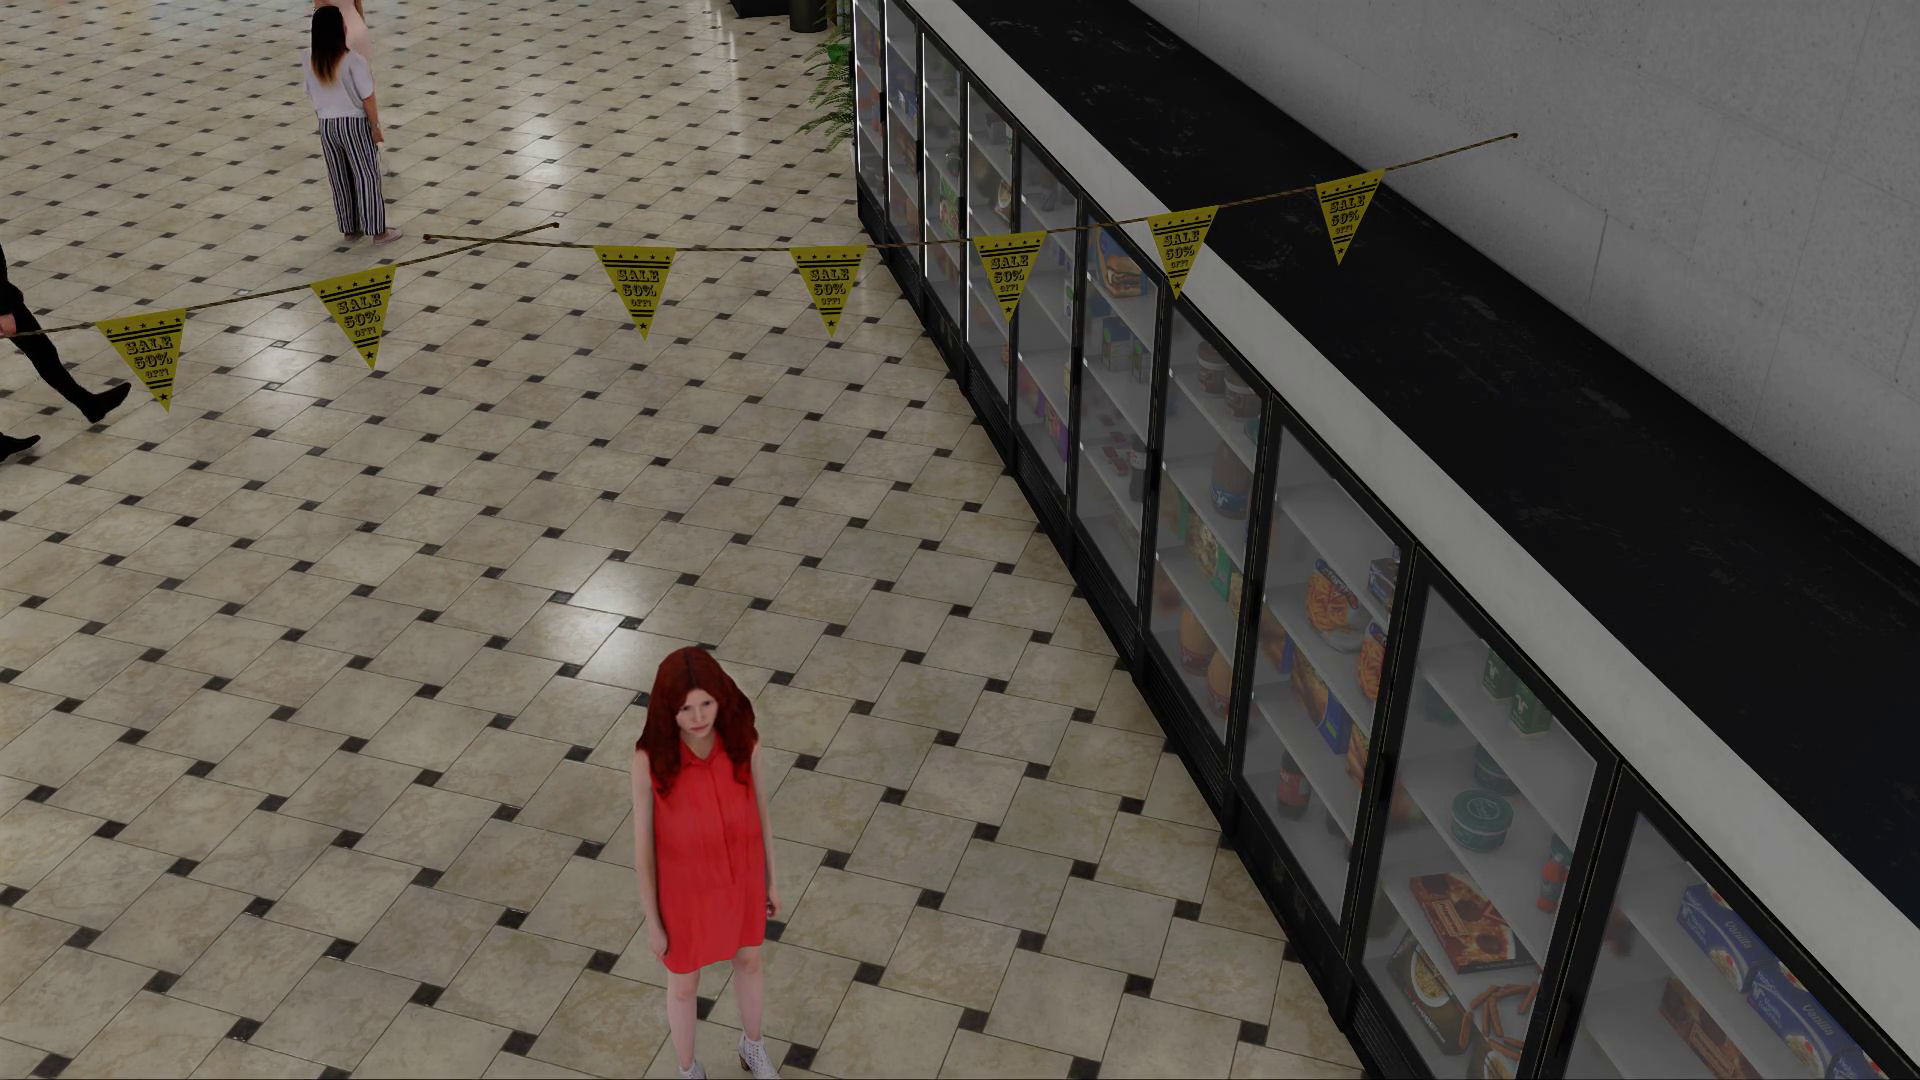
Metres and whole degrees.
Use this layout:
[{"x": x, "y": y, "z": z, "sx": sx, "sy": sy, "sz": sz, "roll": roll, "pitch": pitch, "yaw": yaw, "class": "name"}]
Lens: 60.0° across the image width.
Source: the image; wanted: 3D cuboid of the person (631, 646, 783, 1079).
[{"x": -0.777, "y": 1.094, "z": 5.161, "sx": 0.518, "sy": 1.828, "sz": 0.692, "roll": -16, "pitch": 35, "yaw": -24, "class": "person"}]

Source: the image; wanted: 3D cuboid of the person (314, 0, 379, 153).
[{"x": -4.856, "y": -3.947, "z": 13.279, "sx": 0.792, "sy": 1.811, "sz": 0.791, "roll": -20, "pitch": 37, "yaw": -29, "class": "person"}]

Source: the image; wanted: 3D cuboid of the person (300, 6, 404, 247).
[{"x": -4.339, "y": -2.923, "z": 11.757, "sx": 0.754, "sy": 1.679, "sz": 0.855, "roll": 9, "pitch": 33, "yaw": 14, "class": "person"}]

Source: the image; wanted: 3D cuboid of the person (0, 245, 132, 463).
[{"x": -5.314, "y": -1.236, "z": 8.938, "sx": 1.126, "sy": 1.793, "sz": 1.203, "roll": 18, "pitch": 36, "yaw": 27, "class": "person"}]
